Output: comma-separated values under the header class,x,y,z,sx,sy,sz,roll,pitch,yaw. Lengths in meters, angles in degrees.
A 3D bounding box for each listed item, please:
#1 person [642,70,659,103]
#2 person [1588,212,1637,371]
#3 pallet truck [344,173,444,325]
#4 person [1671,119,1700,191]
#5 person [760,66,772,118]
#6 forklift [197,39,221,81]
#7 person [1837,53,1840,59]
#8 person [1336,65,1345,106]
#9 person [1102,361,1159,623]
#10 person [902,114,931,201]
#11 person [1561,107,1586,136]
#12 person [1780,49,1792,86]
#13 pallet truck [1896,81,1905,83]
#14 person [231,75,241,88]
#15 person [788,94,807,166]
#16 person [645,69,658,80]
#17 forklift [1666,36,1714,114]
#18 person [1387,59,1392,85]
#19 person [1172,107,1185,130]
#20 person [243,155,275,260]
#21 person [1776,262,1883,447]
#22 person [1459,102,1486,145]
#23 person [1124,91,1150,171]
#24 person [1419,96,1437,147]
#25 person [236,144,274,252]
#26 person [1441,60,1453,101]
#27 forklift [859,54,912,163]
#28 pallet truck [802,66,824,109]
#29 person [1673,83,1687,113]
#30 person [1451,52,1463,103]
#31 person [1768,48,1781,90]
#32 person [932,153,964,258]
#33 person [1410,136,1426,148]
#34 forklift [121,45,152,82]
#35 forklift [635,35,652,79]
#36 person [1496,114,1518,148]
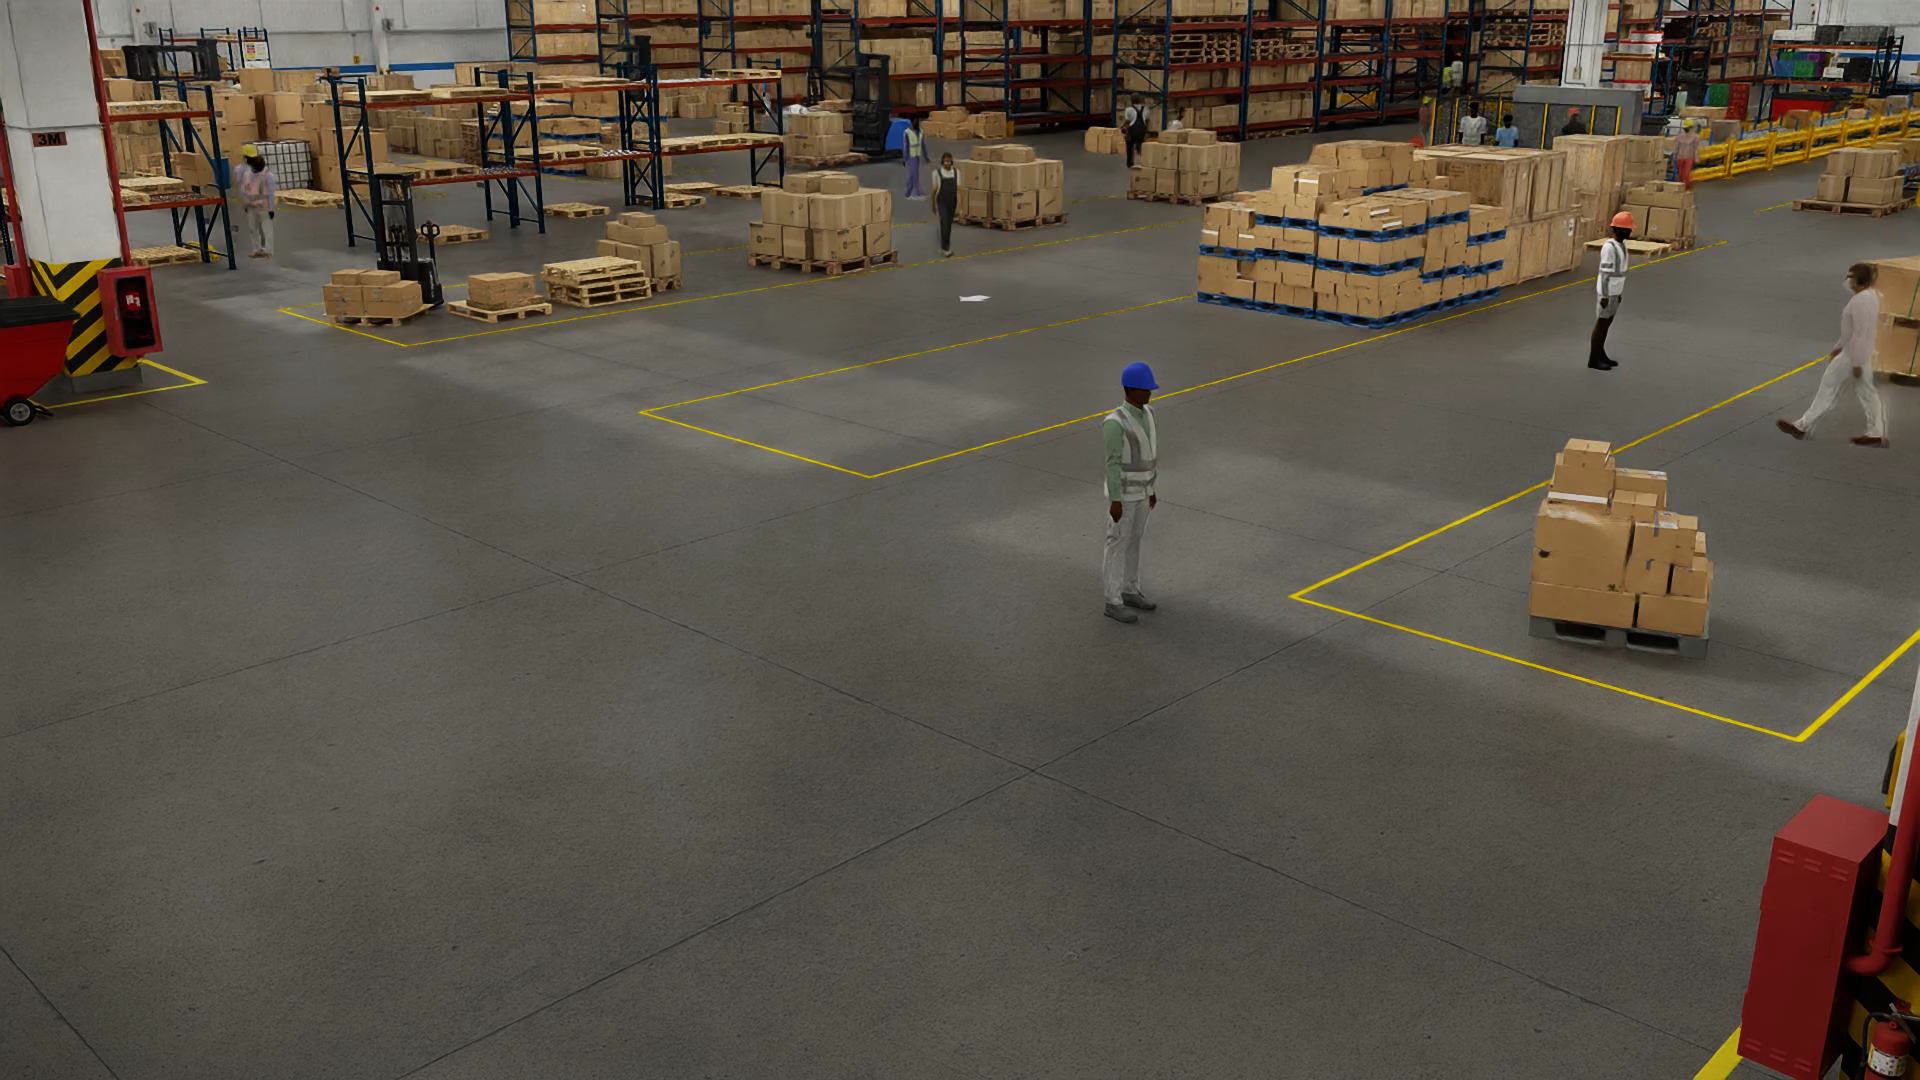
class,x,y,z,sx,sy,sz,roll,pitch,yaw
person,-10.502,-14.990,56.468,0.592,1.910,0.387,-3,19,-10
person,8.058,-3.075,20.519,0.379,1.937,0.548,14,23,37
pallet truck,-8.209,-4.181,23.757,0.823,1.965,1.885,3,19,9
person,16.212,-8.522,37.215,0.532,1.745,0.561,-17,25,-42
person,-7.080,-16.332,60.613,0.430,1.843,0.626,3,19,9
forklift,-26.193,-16.094,58.270,1.129,2.768,1.873,17,25,41
person,41.248,-22.355,78.615,0.641,1.934,0.662,0,18,0
person,15.298,-18.218,66.642,0.661,1.608,0.538,-2,18,-5
person,1.269,-0.369,12.349,0.384,1.949,0.603,12,22,32
person,-0.913,-8.451,36.814,0.931,1.881,0.596,14,23,36
person,13.914,-8.820,37.760,0.632,1.977,0.602,-3,19,-8
person,40.064,-22.894,80.501,0.316,1.769,0.525,-11,21,-29
pallet truck,34.802,-16.331,61.455,0.653,1.274,1.630,17,25,41
person,-22.527,-13.595,52.214,0.635,1.937,0.352,-14,23,-35
person,-4.252,-10.904,44.224,0.604,1.858,0.652,11,21,31
person,-11.605,-16.870,62.561,0.547,1.620,0.434,2,18,5
forklift,27.341,-17.291,61.877,1.129,2.768,1.873,17,25,41
person,19.202,-21.156,75.077,1.025,1.884,0.651,-12,22,-31
person,5.159,-9.401,39.714,0.492,1.852,0.517,9,20,25
person,-12.101,-5.739,28.756,0.672,1.814,0.438,6,19,18
person,9.111,-1.908,17.091,1.027,1.885,0.638,14,23,36
person,12.192,-9.451,39.685,0.600,1.967,0.368,7,20,20
person,4.523,-10.512,42.764,0.695,2.000,0.666,-7,20,-21
person,12.948,-11.419,46.022,0.573,1.702,0.778,0,18,0
person,-12.553,-6.094,29.658,0.458,1.903,0.609,10,21,27
person,20.226,-19.121,69.251,0.520,1.681,0.538,-15,24,-38
forklift,-2.298,-11.789,45.300,1.129,2.768,1.873,17,25,41
pallet truck,-4.812,-15.182,56.903,0.823,1.965,1.885,-9,21,-26
person,23.300,-13.979,53.867,0.429,1.618,0.500,-7,20,-20
person,20.373,-18.960,68.250,0.546,2.020,0.654,-10,21,-28
person,37.847,-21.840,77.126,0.556,1.902,0.934,16,24,40
person,-0.194,-5.842,29.085,0.510,1.794,0.960,-6,19,-18
person,8.504,-6.616,31.225,0.494,1.912,0.566,13,22,35
forklift,-25.631,-14.025,52.038,1.129,2.768,1.873,12,22,32
forklift,-11.964,-17.715,63.154,1.873,2.768,1.129,-10,21,-28
person,13.053,-9.336,39.796,0.569,1.671,0.560,-1,18,-2
